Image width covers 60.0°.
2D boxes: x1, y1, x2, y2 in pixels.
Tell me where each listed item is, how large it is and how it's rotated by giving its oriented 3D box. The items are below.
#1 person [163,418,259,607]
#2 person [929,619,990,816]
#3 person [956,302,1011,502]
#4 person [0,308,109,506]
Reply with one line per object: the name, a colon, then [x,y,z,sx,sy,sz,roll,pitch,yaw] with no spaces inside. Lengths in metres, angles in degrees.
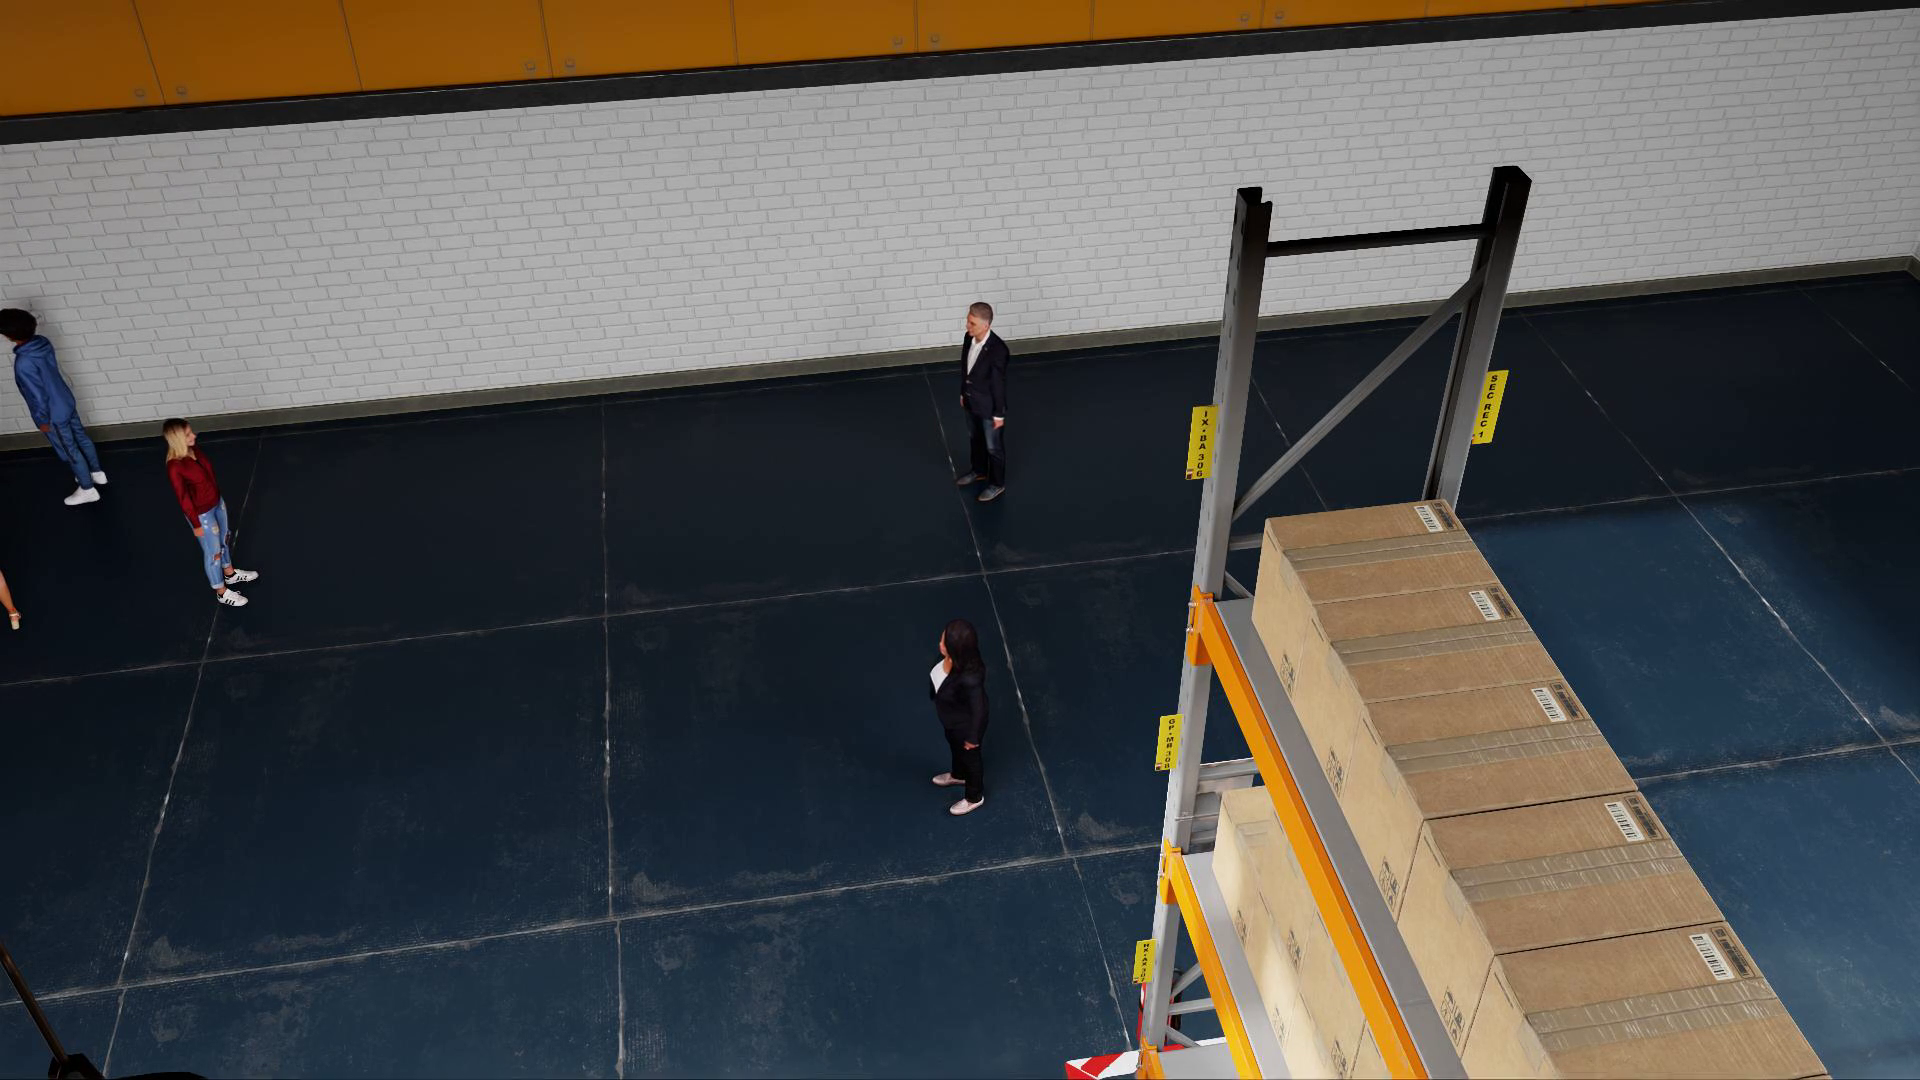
person: [-5.761,-0.241,12.691,0.689,1.635,0.504,-2,39,-2]
person: [0.016,1.143,10.974,0.772,1.616,0.632,-15,41,-18]
person: [0.199,-1.170,13.713,0.835,1.813,0.712,-27,46,-30]
person: [-7.446,-1.112,13.645,0.749,1.805,0.511,-3,39,-4]
